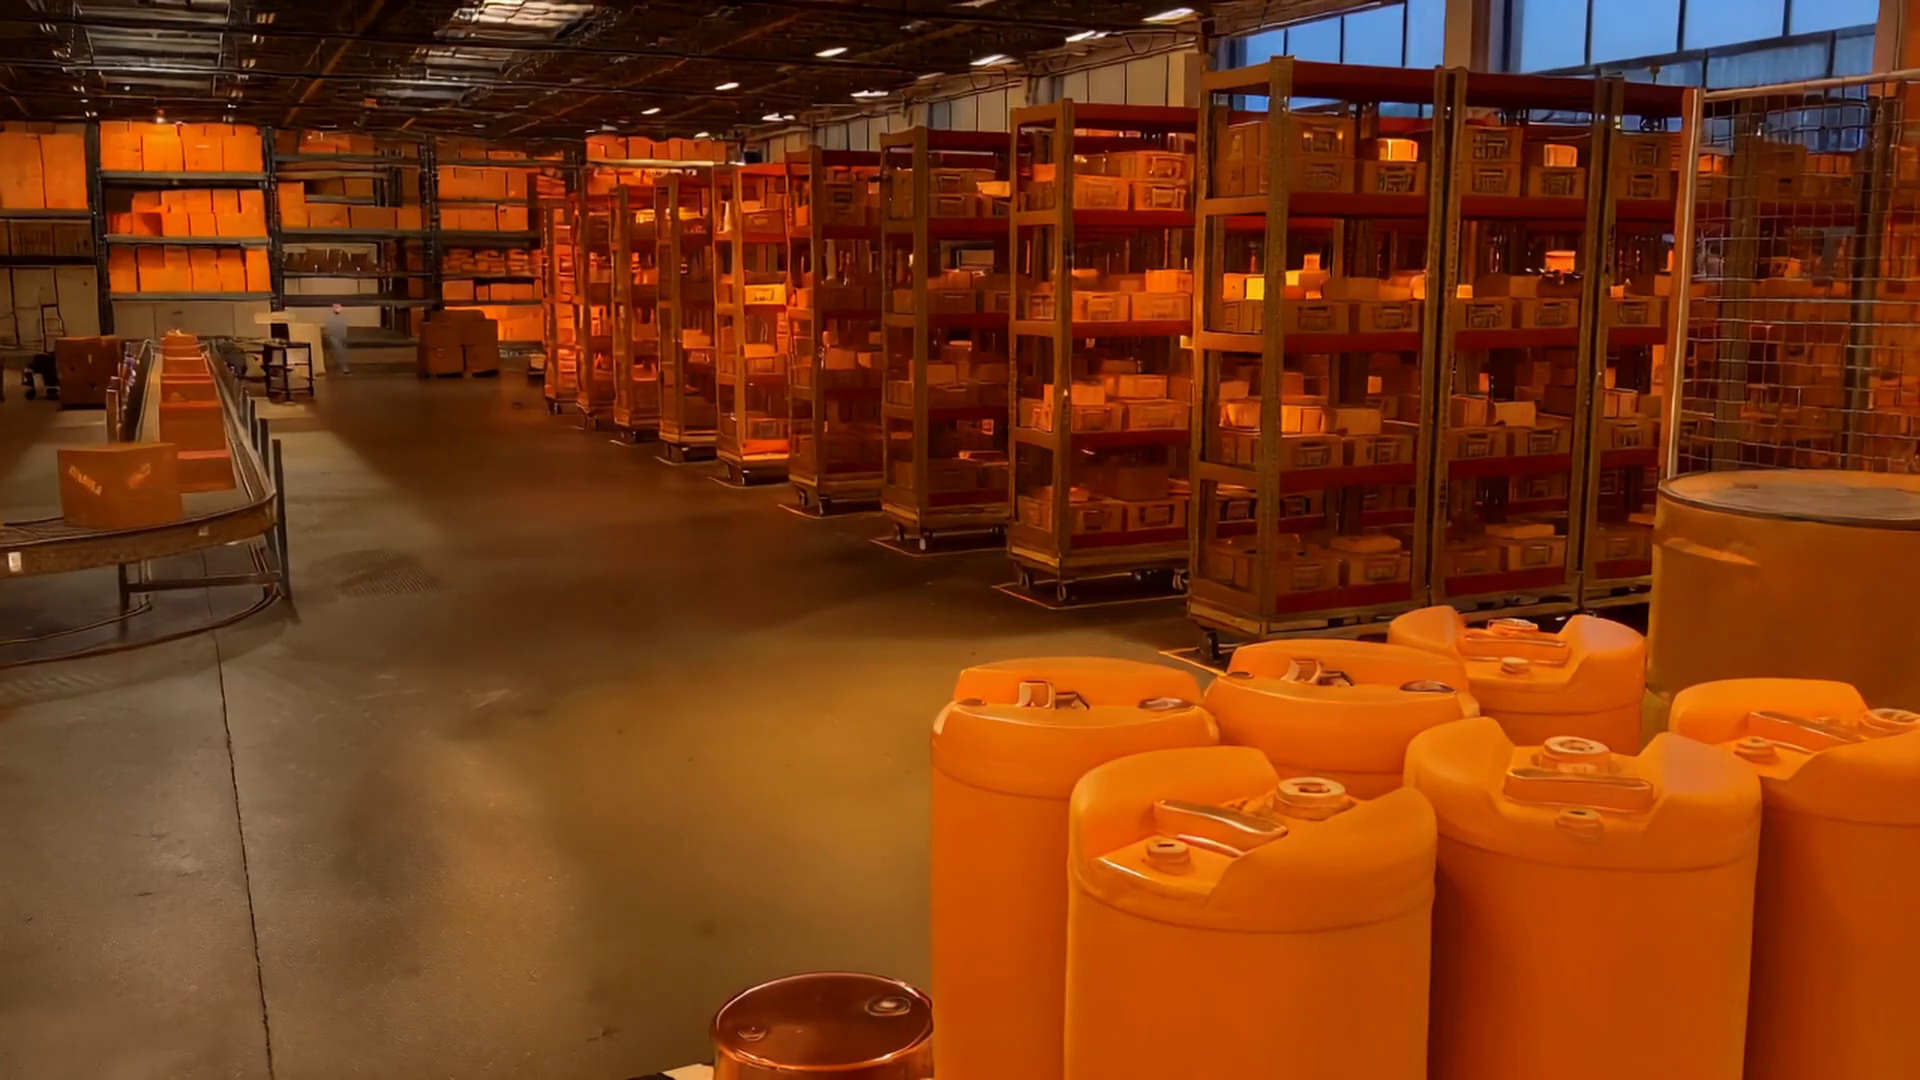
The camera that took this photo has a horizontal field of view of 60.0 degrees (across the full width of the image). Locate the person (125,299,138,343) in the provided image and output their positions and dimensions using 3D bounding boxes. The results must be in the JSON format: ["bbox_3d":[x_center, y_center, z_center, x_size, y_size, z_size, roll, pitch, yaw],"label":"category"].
[{"bbox_3d":[-23.130,-5.943,46.576,0.922,1.721,0.527,-6,11,-31],"label":"person"}]

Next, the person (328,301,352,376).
[{"bbox_3d":[-14.338,-4.650,38.420,0.401,1.746,0.566,4,10,22],"label":"person"}]

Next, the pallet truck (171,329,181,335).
[{"bbox_3d":[-17.275,-3.851,35.096,1.601,1.201,0.680,0,9,1],"label":"pallet truck"}]

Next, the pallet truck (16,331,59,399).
[{"bbox_3d":[-17.082,-3.353,31.781,1.630,1.274,0.653,-4,10,-25],"label":"pallet truck"}]
